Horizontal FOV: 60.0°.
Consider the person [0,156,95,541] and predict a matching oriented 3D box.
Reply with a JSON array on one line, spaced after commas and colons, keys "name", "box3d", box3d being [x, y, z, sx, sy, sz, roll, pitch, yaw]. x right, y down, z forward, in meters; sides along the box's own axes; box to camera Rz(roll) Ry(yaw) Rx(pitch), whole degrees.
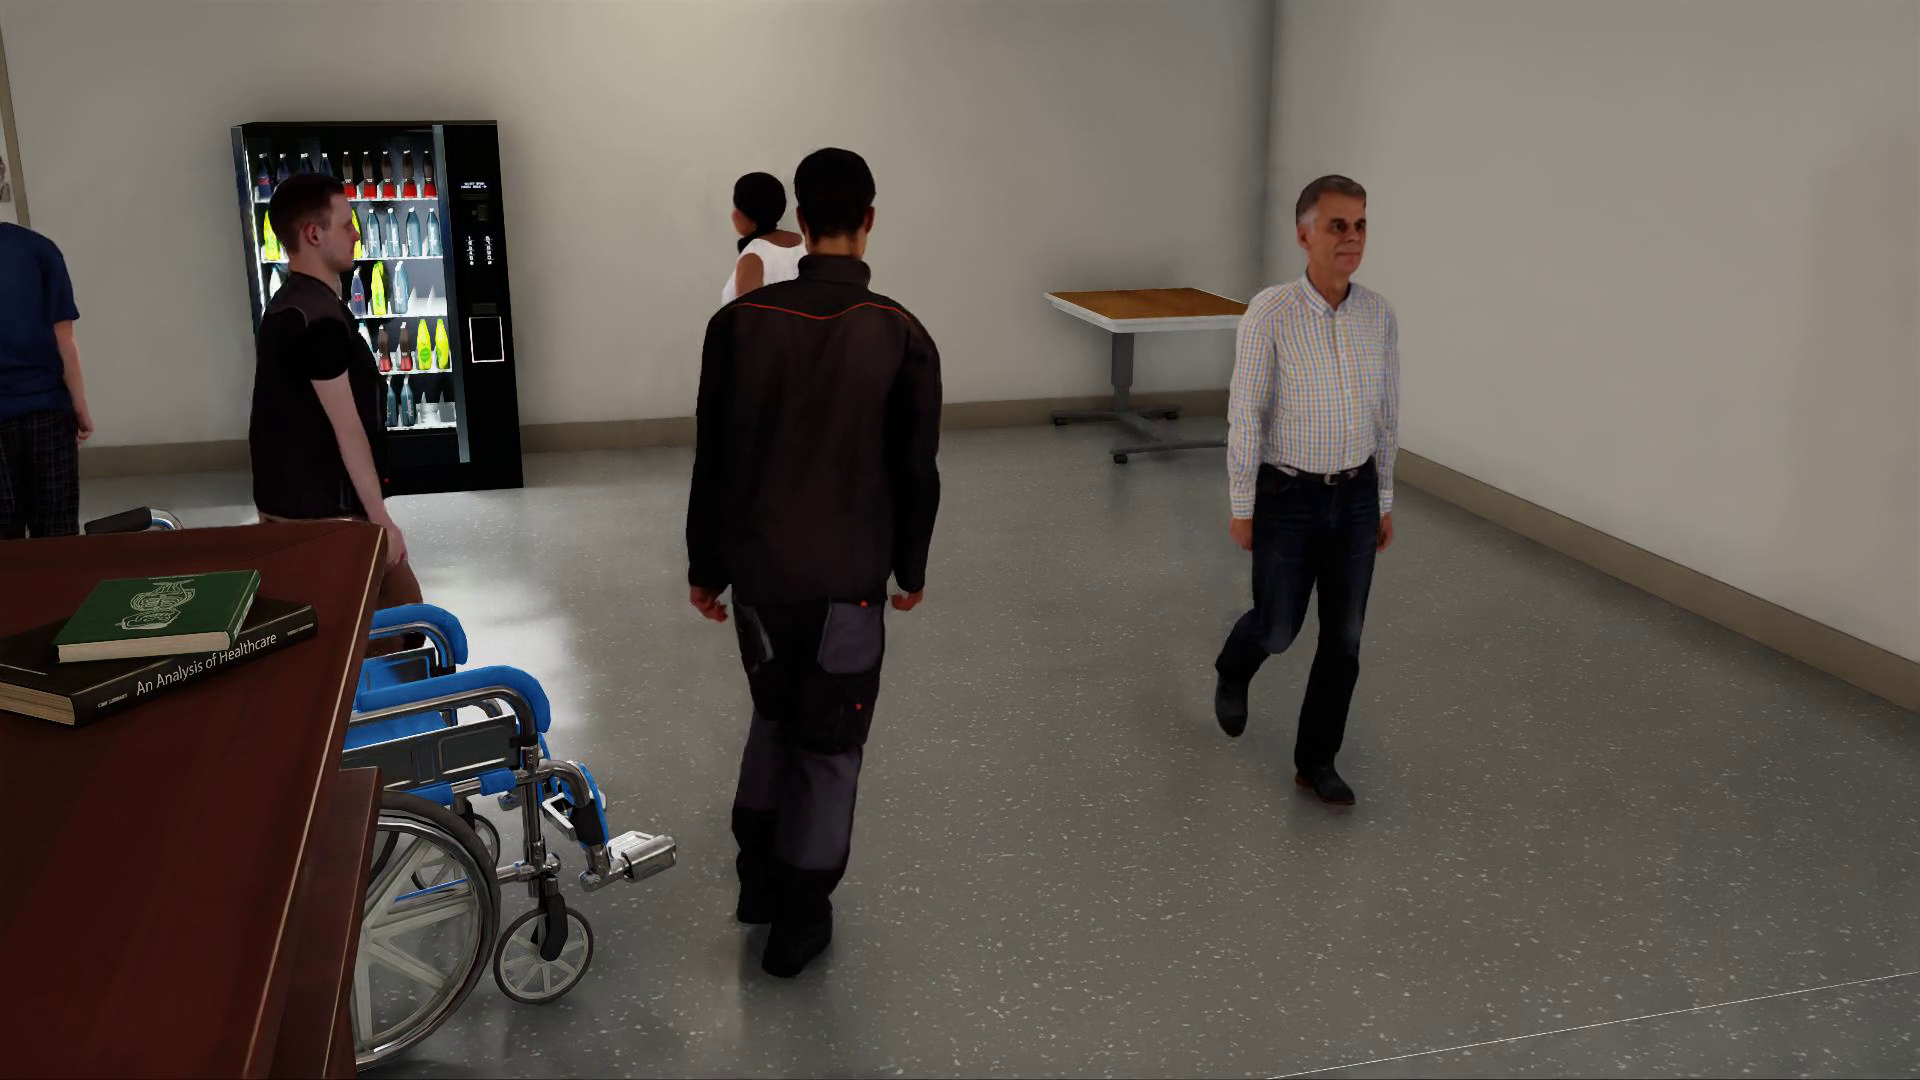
[{"name": "person", "box3d": [-3.221, -0.387, 5.638, 0.945, 1.845, 0.871, -7, 17, -24]}]

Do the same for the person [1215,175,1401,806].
[{"name": "person", "box3d": [0.995, -0.144, 4.848, 0.799, 1.805, 0.707, -4, 16, -14]}]

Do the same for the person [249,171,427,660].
[{"name": "person", "box3d": [-1.809, -0.051, 4.480, 0.716, 1.826, 0.718, -6, 17, -22]}]

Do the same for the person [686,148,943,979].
[{"name": "person", "box3d": [-0.357, 0.102, 3.775, 0.814, 1.914, 0.925, 1, 16, 5]}]

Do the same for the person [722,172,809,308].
[{"name": "person", "box3d": [-0.789, -0.713, 7.099, 0.832, 1.679, 0.770, 9, 18, 30]}]
